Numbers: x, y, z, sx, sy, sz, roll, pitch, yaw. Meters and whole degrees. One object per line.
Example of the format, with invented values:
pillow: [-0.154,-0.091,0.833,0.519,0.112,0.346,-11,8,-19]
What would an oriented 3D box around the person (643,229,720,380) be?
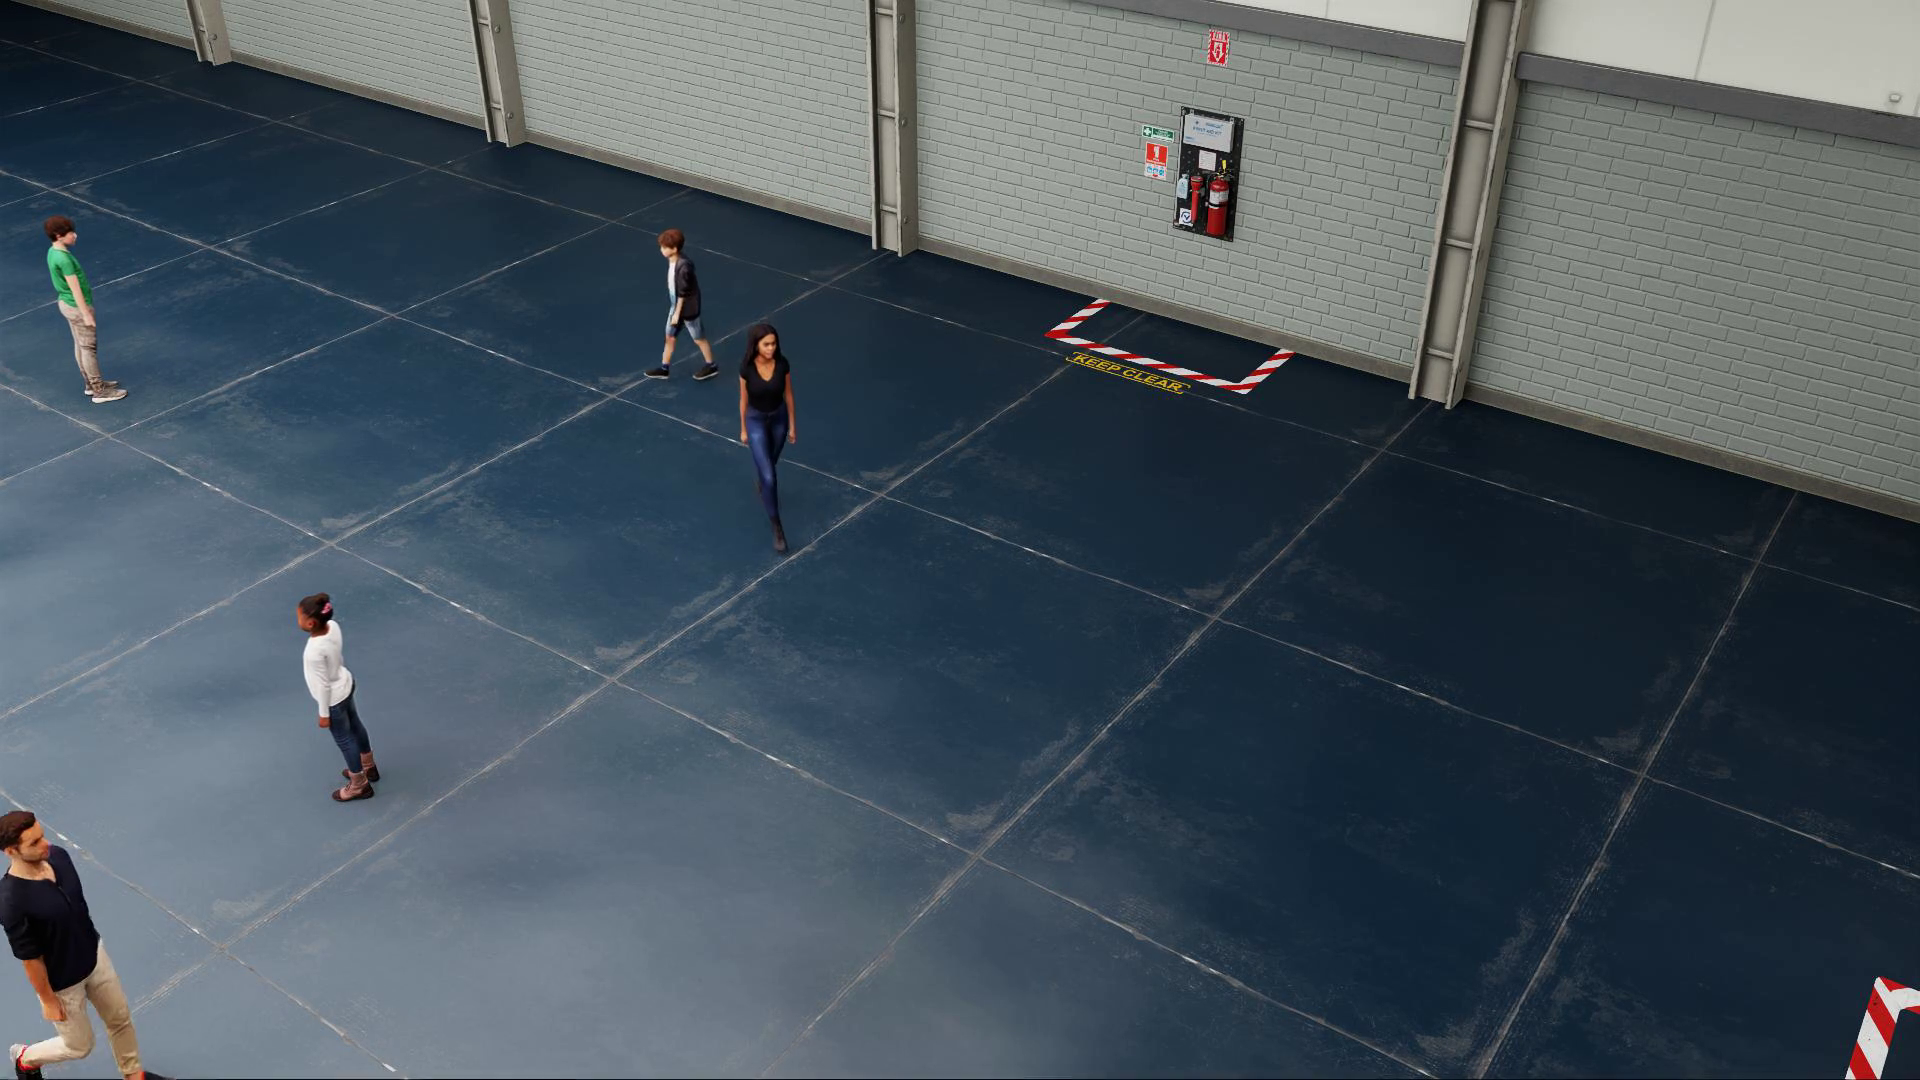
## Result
person: [-2.365,-2.065,14.703,0.802,1.416,0.898,-20,38,-29]

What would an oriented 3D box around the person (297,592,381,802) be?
person: [-3.732,0.922,9.933,0.631,1.454,0.600,-1,32,-1]

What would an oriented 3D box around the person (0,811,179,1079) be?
person: [-4.281,2.018,7.833,1.094,1.841,0.907,4,33,7]

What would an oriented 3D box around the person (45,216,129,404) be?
person: [-7.648,-2.001,14.381,0.702,1.652,0.571,-22,38,-30]

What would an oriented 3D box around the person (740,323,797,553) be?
person: [-1.467,-0.867,12.550,1.023,1.688,1.248,-12,34,-18]
